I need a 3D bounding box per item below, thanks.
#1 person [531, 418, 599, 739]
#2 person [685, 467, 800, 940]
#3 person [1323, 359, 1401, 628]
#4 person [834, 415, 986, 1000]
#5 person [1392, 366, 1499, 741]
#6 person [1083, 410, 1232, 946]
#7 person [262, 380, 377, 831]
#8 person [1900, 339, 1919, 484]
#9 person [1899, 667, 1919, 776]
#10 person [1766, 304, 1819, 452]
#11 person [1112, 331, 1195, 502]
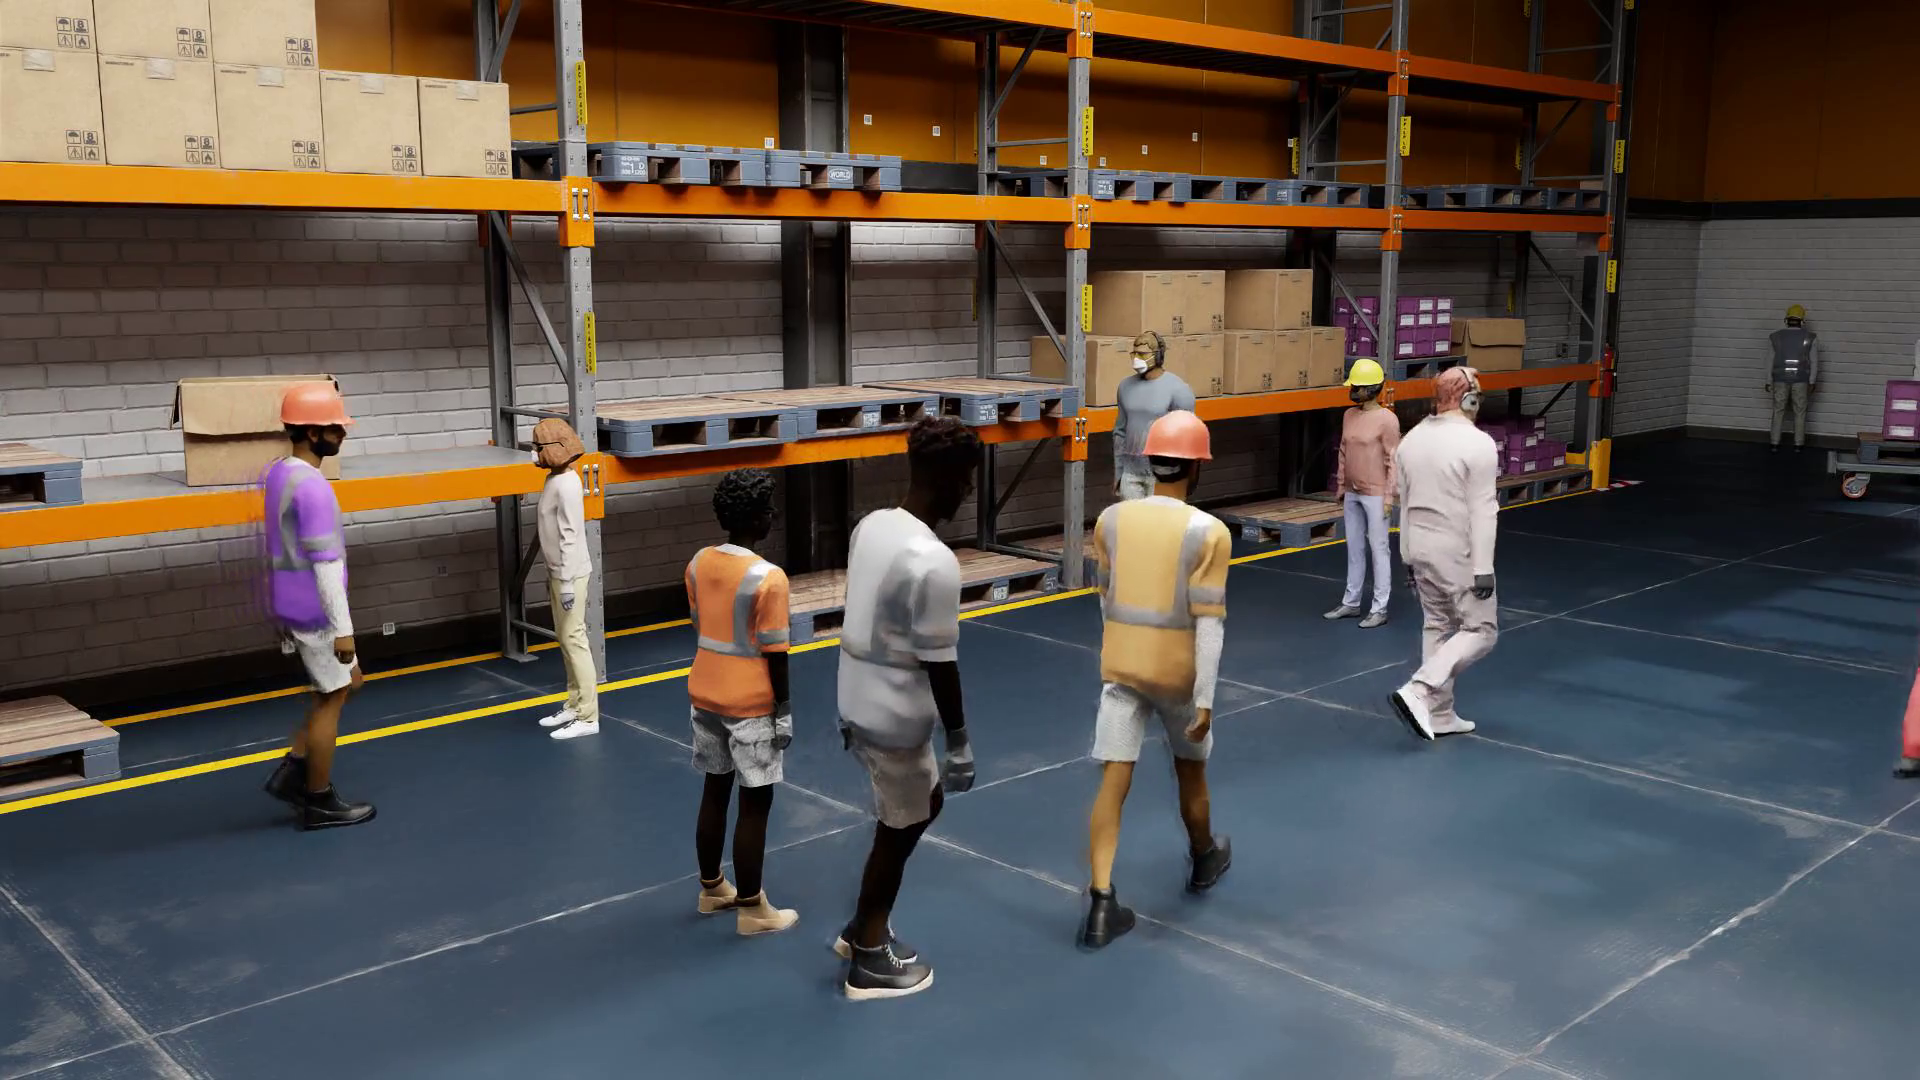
[{"bbox_3d":[-2.015,0.191,8.445,0.281,1.625,0.493,-4,10,-20],"label":"person"},{"bbox_3d":[-0.781,0.580,5.974,0.530,1.689,0.321,10,14,44],"label":"person"},{"bbox_3d":[2.660,-0.304,10.931,0.329,1.765,0.525,-5,11,-26],"label":"person"},{"bbox_3d":[-0.163,0.559,5.373,0.511,1.932,0.645,-4,10,-22],"label":"person"},{"bbox_3d":[2.397,0.085,8.251,0.530,1.891,0.648,-4,10,-22],"label":"person"},{"bbox_3d":[0.730,0.472,6.074,0.546,1.878,1.003,5,11,29],"label":"person"},{"bbox_3d":[-2.687,0.286,7.015,0.404,1.918,0.564,-7,12,-34],"label":"person"},{"bbox_3d":[10.378,-1.535,17.786,0.585,1.882,0.337,-4,10,-21],"label":"person"},{"bbox_3d":[4.791,0.250,7.824,0.923,1.715,0.554,-6,12,-33],"label":"person"},{"bbox_3d":[10.342,-2.007,20.693,0.586,1.835,0.403,6,11,29],"label":"person"},{"bbox_3d":[1.275,-0.427,11.137,0.353,1.937,0.635,-9,13,-44],"label":"person"}]
